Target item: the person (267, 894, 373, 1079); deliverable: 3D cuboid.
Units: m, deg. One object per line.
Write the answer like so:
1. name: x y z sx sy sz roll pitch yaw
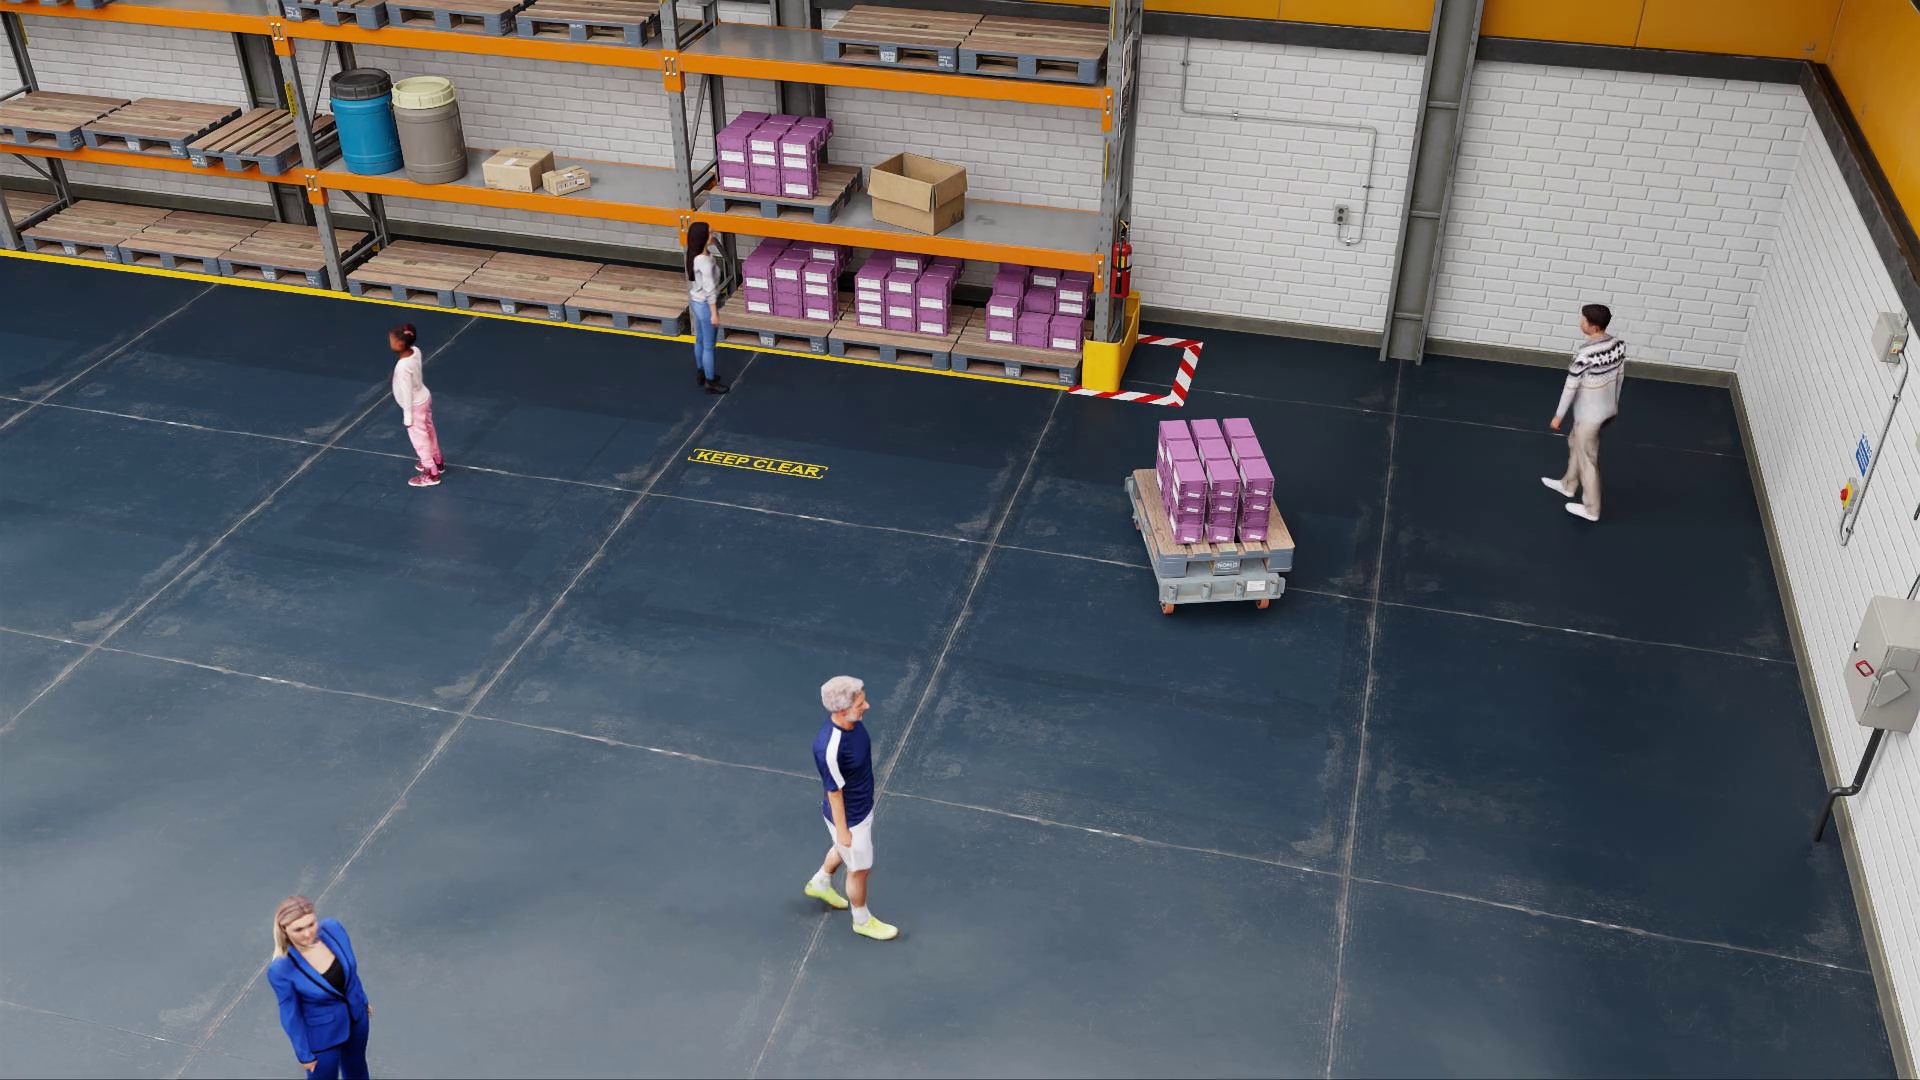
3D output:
1. person: -3.109 2.391 8.187 0.587 1.699 0.647 14 36 20

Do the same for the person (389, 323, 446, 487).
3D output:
1. person: -4.481 -1.142 13.729 0.569 1.447 0.592 1 34 2

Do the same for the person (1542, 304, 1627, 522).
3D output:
1. person: 5.060 -0.987 13.154 0.972 1.827 1.046 -16 37 -23

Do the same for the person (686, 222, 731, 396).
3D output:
1. person: -2.312 -2.104 15.010 0.705 1.632 0.671 -14 36 -20

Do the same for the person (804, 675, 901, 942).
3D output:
1. person: -0.674 1.488 9.422 0.866 1.835 0.687 5 34 7
